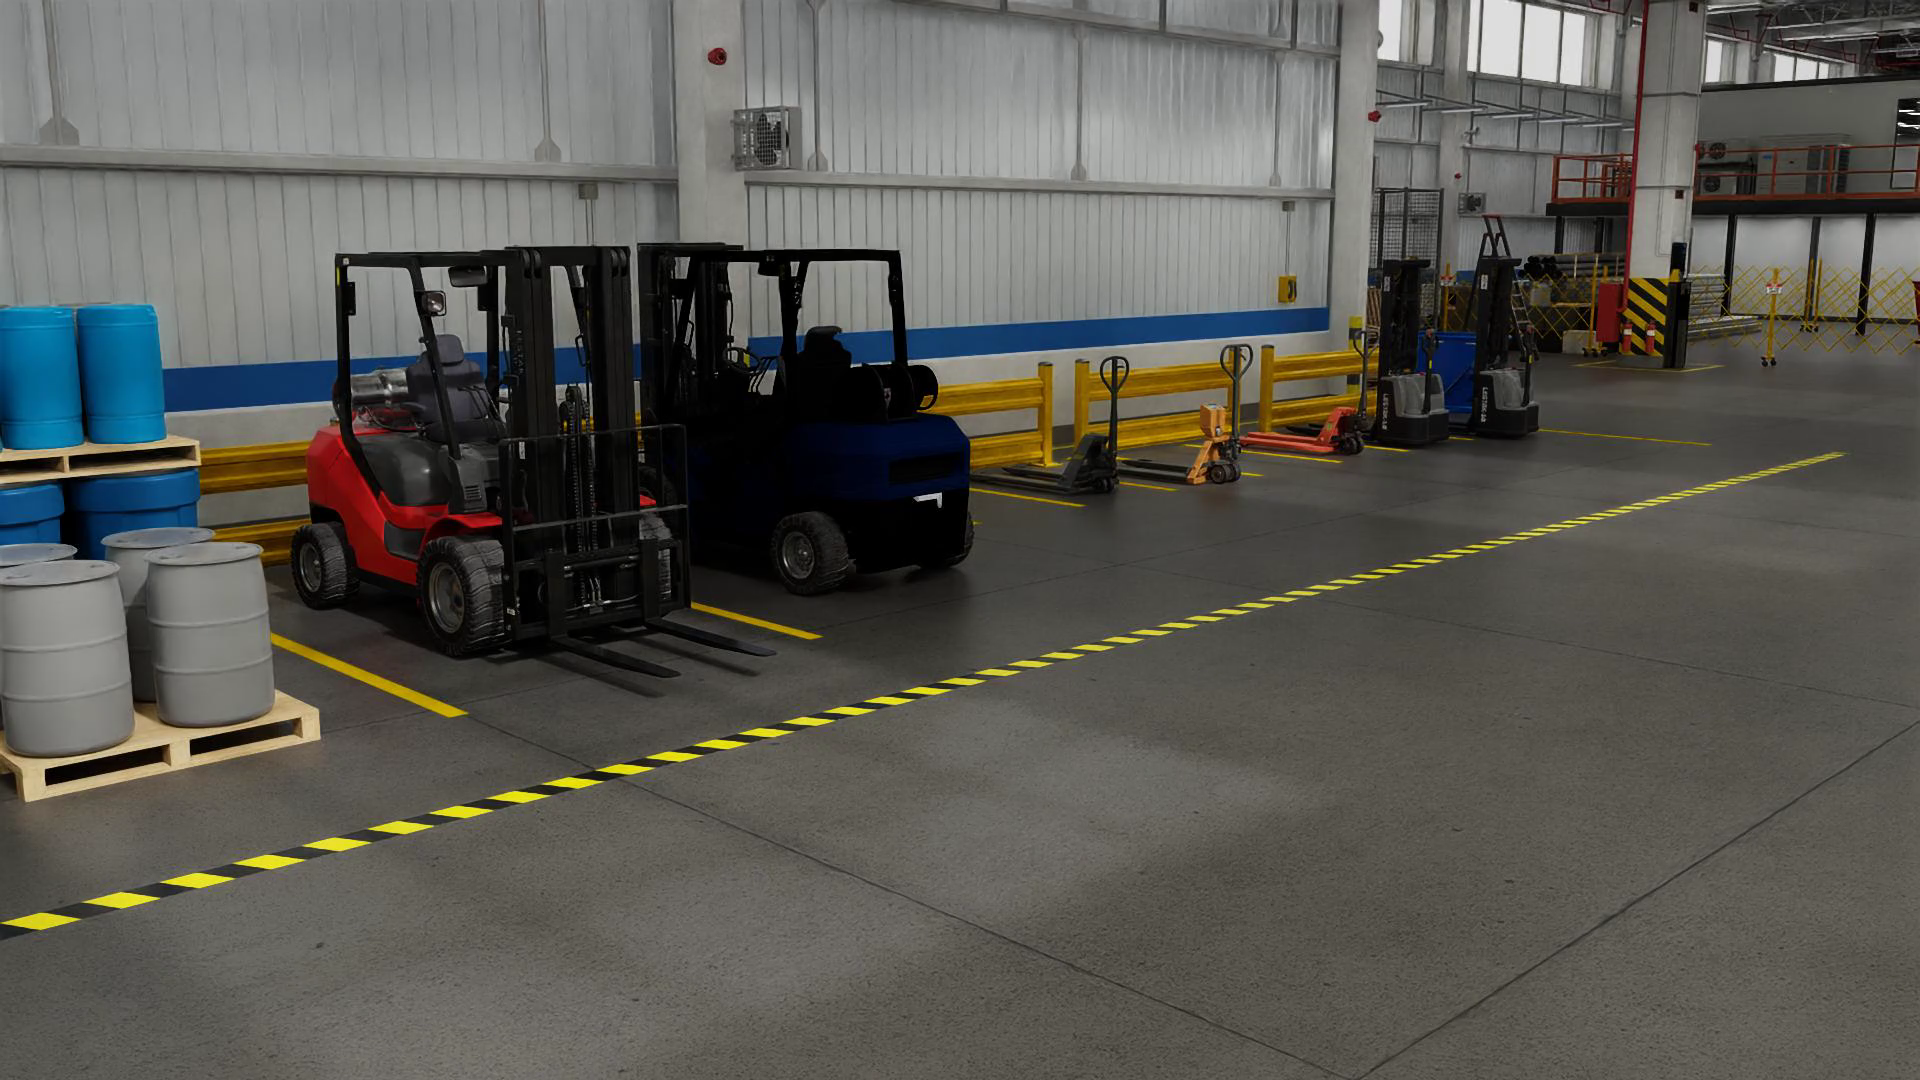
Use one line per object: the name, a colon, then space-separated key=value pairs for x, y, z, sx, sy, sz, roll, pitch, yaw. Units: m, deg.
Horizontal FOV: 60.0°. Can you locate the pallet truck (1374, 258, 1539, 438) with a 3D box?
pallet truck: x=5.704 y=-2.208 z=18.901 sx=1.885 sy=1.965 sz=0.823 roll=10 pitch=14 yaw=43

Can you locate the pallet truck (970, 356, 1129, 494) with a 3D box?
pallet truck: x=0.784 y=-1.085 z=14.876 sx=0.680 sy=1.201 sz=1.601 roll=-10 pitch=14 yaw=-44

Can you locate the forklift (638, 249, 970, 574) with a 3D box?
forklift: x=-1.173 y=-0.958 z=11.239 sx=2.680 sy=1.987 sz=1.157 roll=10 pitch=14 yaw=43

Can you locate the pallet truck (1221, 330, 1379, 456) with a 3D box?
pallet truck: x=3.563 y=-1.581 z=17.381 sx=0.653 sy=1.274 sz=1.630 roll=-10 pitch=14 yaw=-44

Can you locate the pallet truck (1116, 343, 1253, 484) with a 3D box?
pallet truck: x=1.962 y=-1.215 z=15.415 sx=1.522 sy=1.261 sz=0.704 roll=10 pitch=14 yaw=43

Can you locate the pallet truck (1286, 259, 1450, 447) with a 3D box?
pallet truck: x=4.493 y=-2.078 z=18.196 sx=0.823 sy=1.965 sz=1.885 roll=-9 pitch=14 yaw=-40

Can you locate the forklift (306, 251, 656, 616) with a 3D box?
forklift: x=-2.833 y=-0.669 z=9.694 sx=1.157 sy=1.987 sz=2.680 roll=-10 pitch=14 yaw=-44
